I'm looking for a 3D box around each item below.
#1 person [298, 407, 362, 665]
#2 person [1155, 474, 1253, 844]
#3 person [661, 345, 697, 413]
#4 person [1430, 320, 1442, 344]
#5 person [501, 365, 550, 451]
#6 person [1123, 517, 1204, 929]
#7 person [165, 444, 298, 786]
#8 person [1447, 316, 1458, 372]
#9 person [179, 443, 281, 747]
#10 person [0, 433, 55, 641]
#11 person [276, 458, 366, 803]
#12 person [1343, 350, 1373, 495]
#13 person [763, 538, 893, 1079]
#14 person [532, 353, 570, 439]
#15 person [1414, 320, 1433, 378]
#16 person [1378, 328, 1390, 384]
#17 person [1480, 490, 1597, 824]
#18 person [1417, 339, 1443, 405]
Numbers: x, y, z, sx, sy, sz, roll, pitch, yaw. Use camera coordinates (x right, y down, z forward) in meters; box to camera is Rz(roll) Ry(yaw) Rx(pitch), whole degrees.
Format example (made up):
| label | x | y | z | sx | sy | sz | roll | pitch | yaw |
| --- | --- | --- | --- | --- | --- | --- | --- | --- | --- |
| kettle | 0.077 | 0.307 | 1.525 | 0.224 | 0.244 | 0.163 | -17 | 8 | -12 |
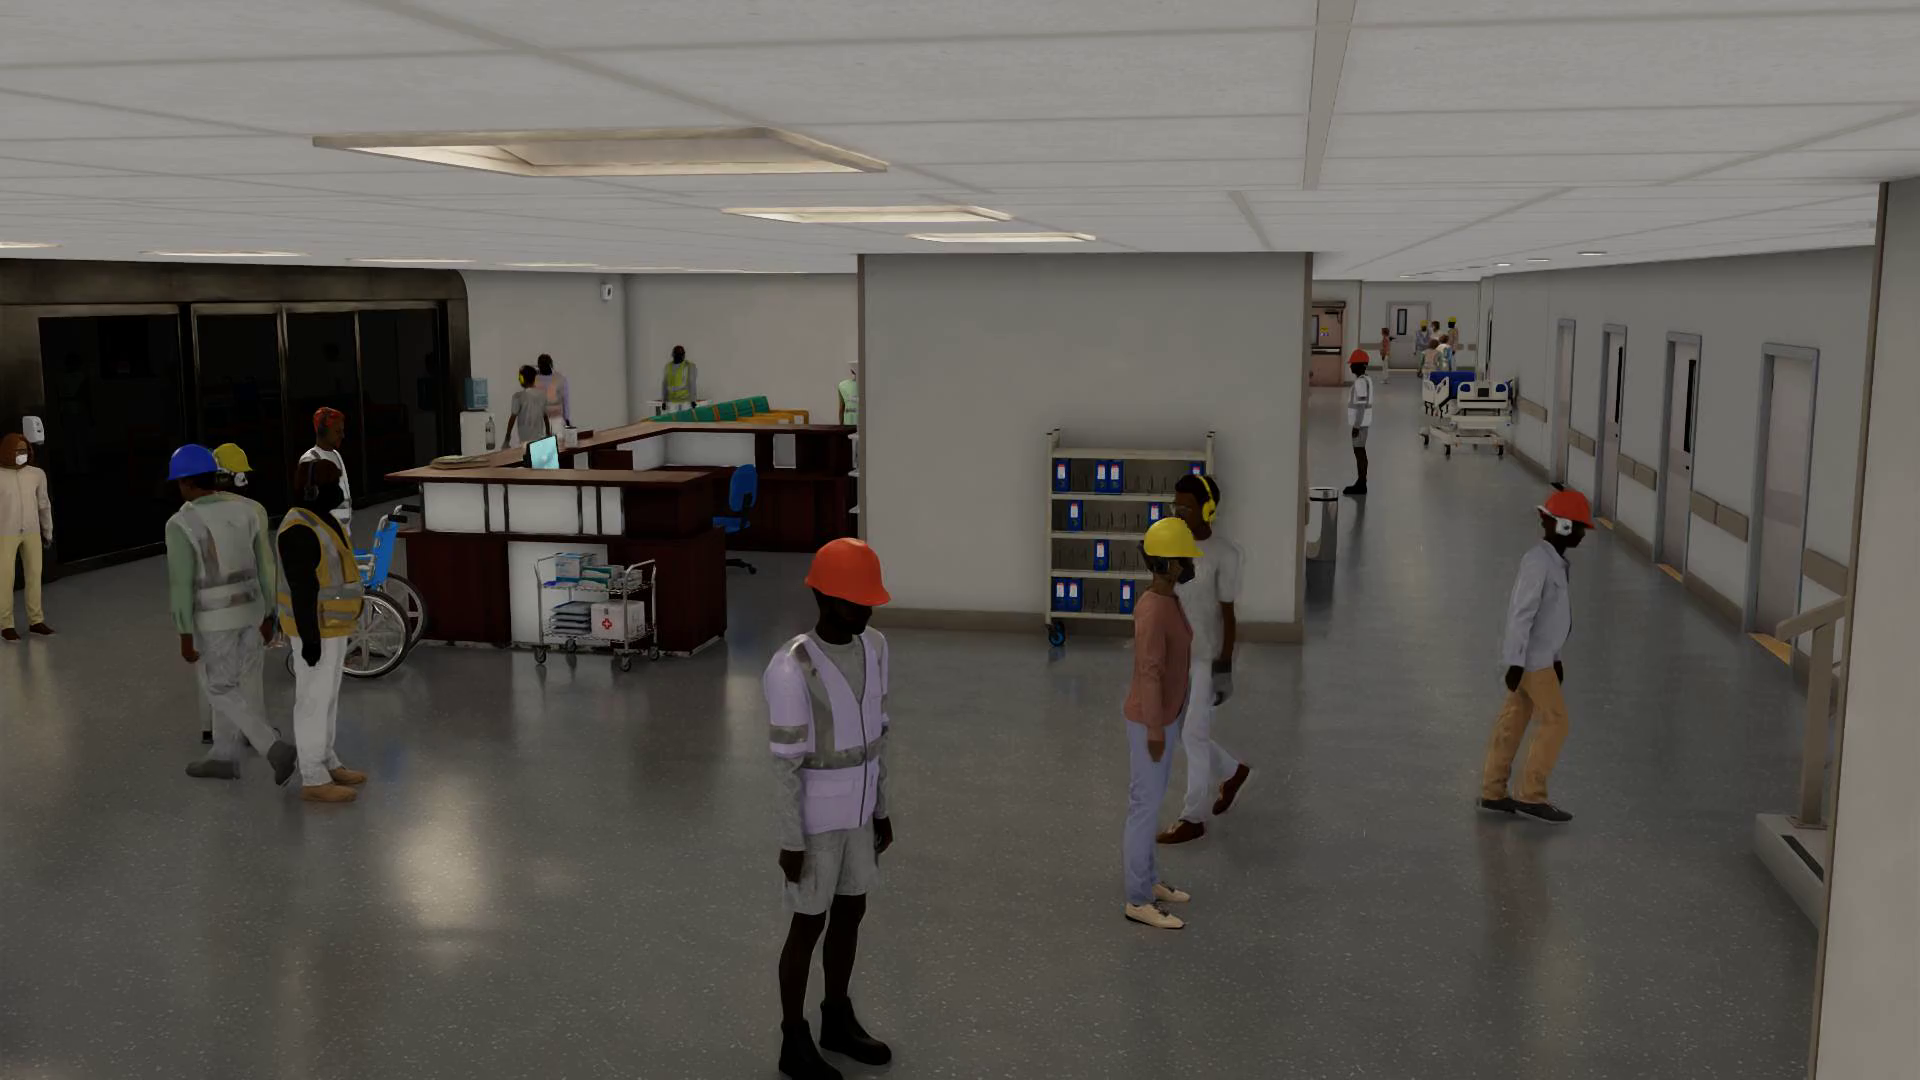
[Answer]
| label | x | y | z | sx | sy | sz | roll | pitch | yaw |
| --- | --- | --- | --- | --- | --- | --- | --- | --- | --- |
| person | -4.623 | -0.033 | 12.210 | 0.356 | 1.887 | 0.572 | 0 | 9 | -3 |
| person | 1.226 | 0.583 | 8.269 | 0.569 | 1.854 | 0.510 | -5 | 10 | -28 |
| person | -4.624 | -2.302 | 27.485 | 0.699 | 1.828 | 0.439 | 3 | 9 | 21 |
| person | 12.620 | -4.881 | 44.266 | 0.453 | 1.918 | 0.650 | 1 | 9 | 9 |
| person | -5.295 | -1.211 | 20.265 | 0.969 | 1.822 | 0.515 | 6 | 10 | 34 |
| person | 0.883 | 0.777 | 7.237 | 0.328 | 1.769 | 0.526 | 2 | 9 | 16 |
| person | -3.960 | 0.428 | 9.088 | 0.828 | 1.911 | 0.634 | 3 | 9 | 20 |
| person | 14.834 | -5.777 | 50.184 | 0.362 | 1.930 | 0.588 | 0 | 9 | -1 |
| person | -4.377 | 0.332 | 10.015 | 0.588 | 1.823 | 0.405 | 2 | 9 | 12 |
| person | -7.386 | -0.030 | 13.067 | 0.285 | 1.627 | 0.504 | 6 | 10 | 34 |
| person | -3.434 | 0.477 | 8.980 | 0.430 | 1.843 | 0.625 | -1 | 9 | -8 |
| person | 5.324 | -1.574 | 22.271 | 0.360 | 1.936 | 0.552 | 3 | 9 | 21 |
| person | -0.410 | 0.935 | 5.698 | 0.414 | 1.921 | 0.541 | 6 | 11 | 36 |
| person | -5.977 | -1.792 | 24.114 | 0.632 | 1.828 | 0.474 | -2 | 9 | -13 |
| person | 14.410 | -5.945 | 51.747 | 0.589 | 1.804 | 0.855 | 0 | 9 | 2 |
| person | 12.317 | -5.336 | 48.213 | 0.308 | 1.641 | 0.515 | 3 | 9 | 17 |
| person | 3.003 | 0.597 | 8.620 | 0.555 | 1.706 | 0.572 | 3 | 9 | 20 |
| person | 10.953 | -3.897 | 38.837 | 0.542 | 1.589 | 0.842 | 6 | 11 | 36 |
